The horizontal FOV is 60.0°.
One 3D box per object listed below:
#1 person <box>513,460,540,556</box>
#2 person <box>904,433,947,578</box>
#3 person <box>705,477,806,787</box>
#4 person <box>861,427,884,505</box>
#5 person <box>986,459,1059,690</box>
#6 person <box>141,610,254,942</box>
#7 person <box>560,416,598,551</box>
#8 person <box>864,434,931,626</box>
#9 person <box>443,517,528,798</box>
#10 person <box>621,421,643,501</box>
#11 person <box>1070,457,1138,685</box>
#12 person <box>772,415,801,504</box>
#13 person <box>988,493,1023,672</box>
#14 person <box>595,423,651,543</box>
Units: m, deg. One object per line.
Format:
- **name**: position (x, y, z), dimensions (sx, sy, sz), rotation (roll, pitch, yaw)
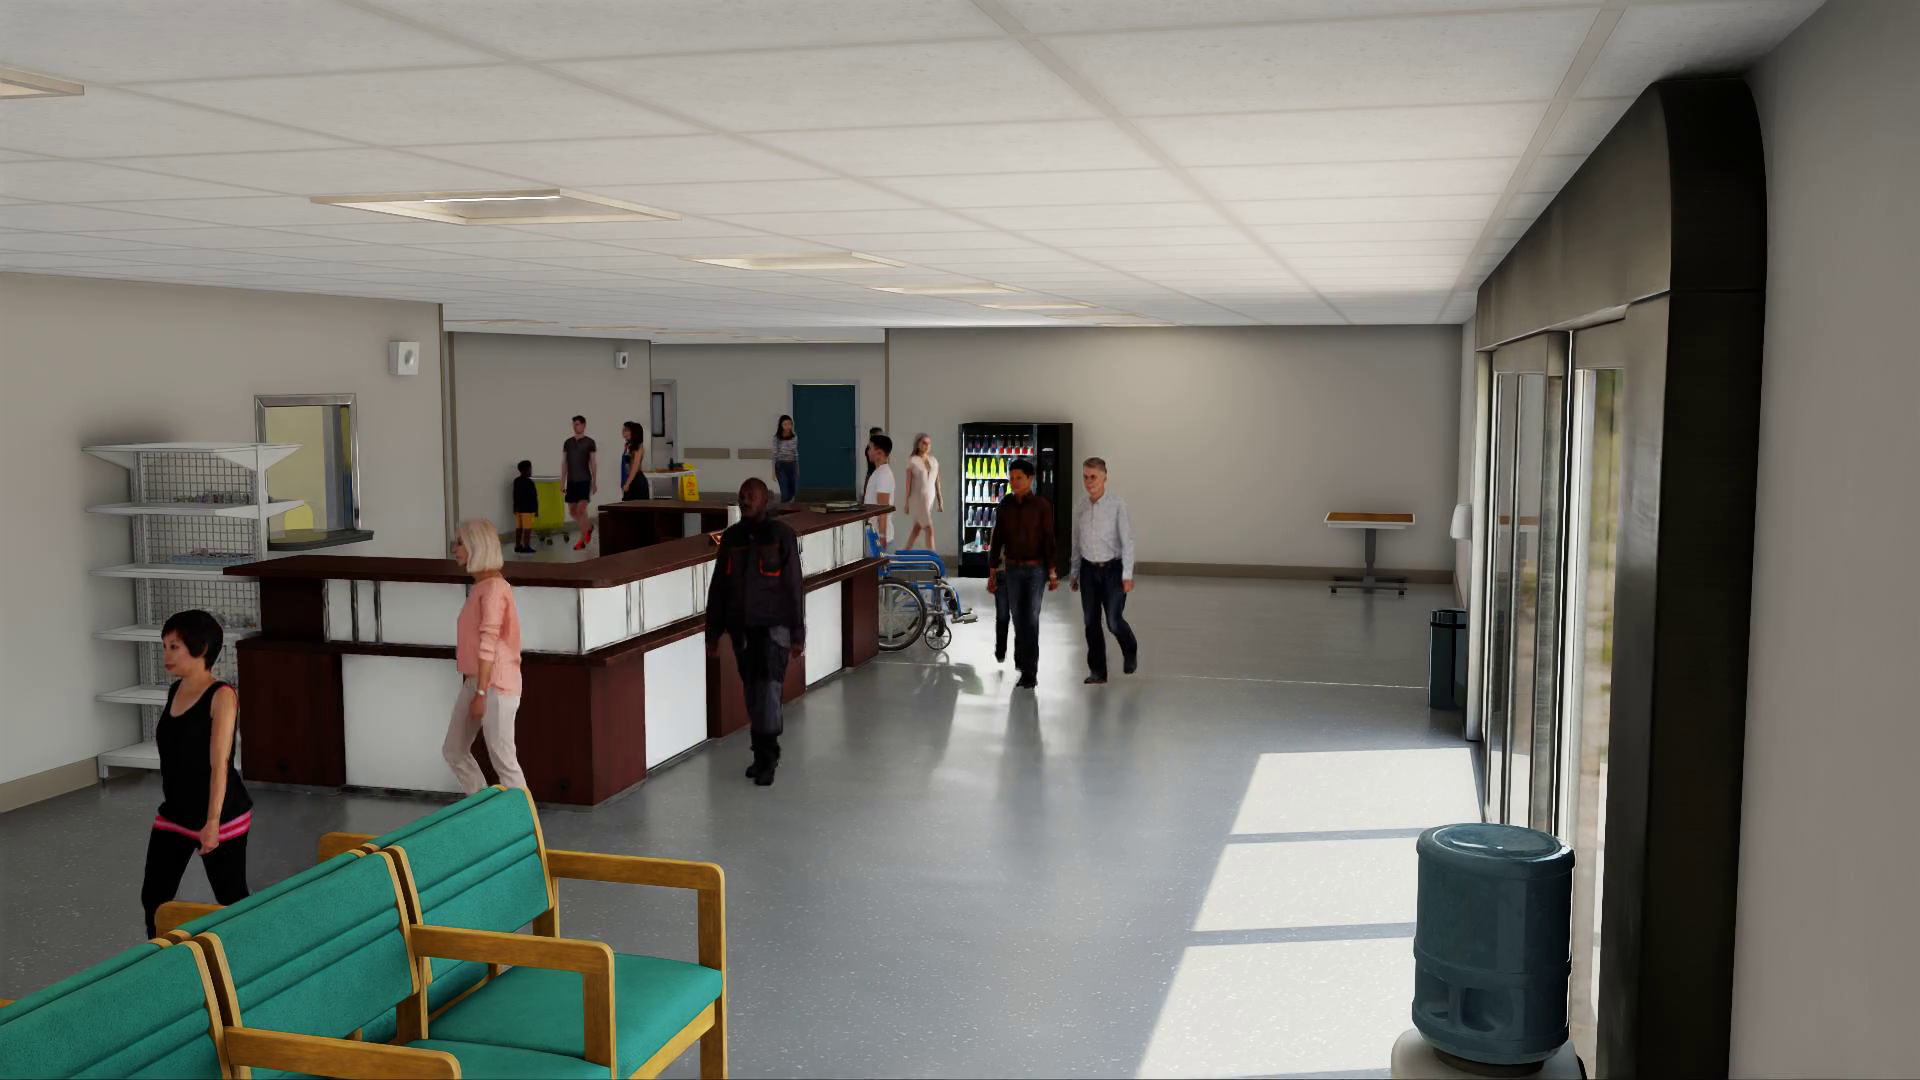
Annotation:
- **person**: position (-5.880, -0.443, 22.388), dimensions (0.531, 1.266, 0.636), rotation (3, 7, 29)
- **person**: position (-0.502, -0.386, 19.733), dimensions (1.074, 1.686, 1.244), rotation (-4, 7, -38)
- **person**: position (-1.176, 0.523, 10.079), dimensions (0.772, 1.809, 0.782), rotation (1, 6, 15)
- **person**: position (-1.283, -0.744, 23.563), dimensions (1.006, 1.631, 1.060), rotation (-5, 8, -41)
- **person**: position (0.532, 0.258, 12.909), dimensions (0.642, 1.769, 0.786), rotation (2, 6, 22)
- **person**: position (-2.838, 1.029, 6.397), dimensions (0.728, 1.539, 0.707), rotation (3, 6, 27)
- **person**: position (-5.229, -0.790, 22.995), dimensions (0.921, 1.836, 0.706), rotation (2, 6, 15)
- **person**: position (-0.674, -0.049, 15.606), dimensions (1.112, 1.840, 0.792), rotation (1, 6, 5)
- **person**: position (-2.283, 0.740, 8.410), dimensions (0.799, 1.711, 0.739), rotation (-3, 7, -30)
- **person**: position (-4.597, -0.790, 23.392), dimensions (0.726, 1.757, 0.732), rotation (-1, 6, -13)
- **person**: position (1.150, 0.249, 12.915), dimensions (0.973, 1.786, 0.950), rotation (4, 7, 34)
- **person**: position (-2.727, -1.035, 25.685), dimensions (0.945, 1.767, 1.026), rotation (-5, 8, -41)
- **person**: position (0.432, 0.358, 13.594), dimensions (0.850, 1.433, 0.760), rotation (0, 6, 4)
- **person**: position (-4.294, -0.699, 22.614), dimensions (1.167, 1.730, 1.053), rotation (-3, 6, -25)
